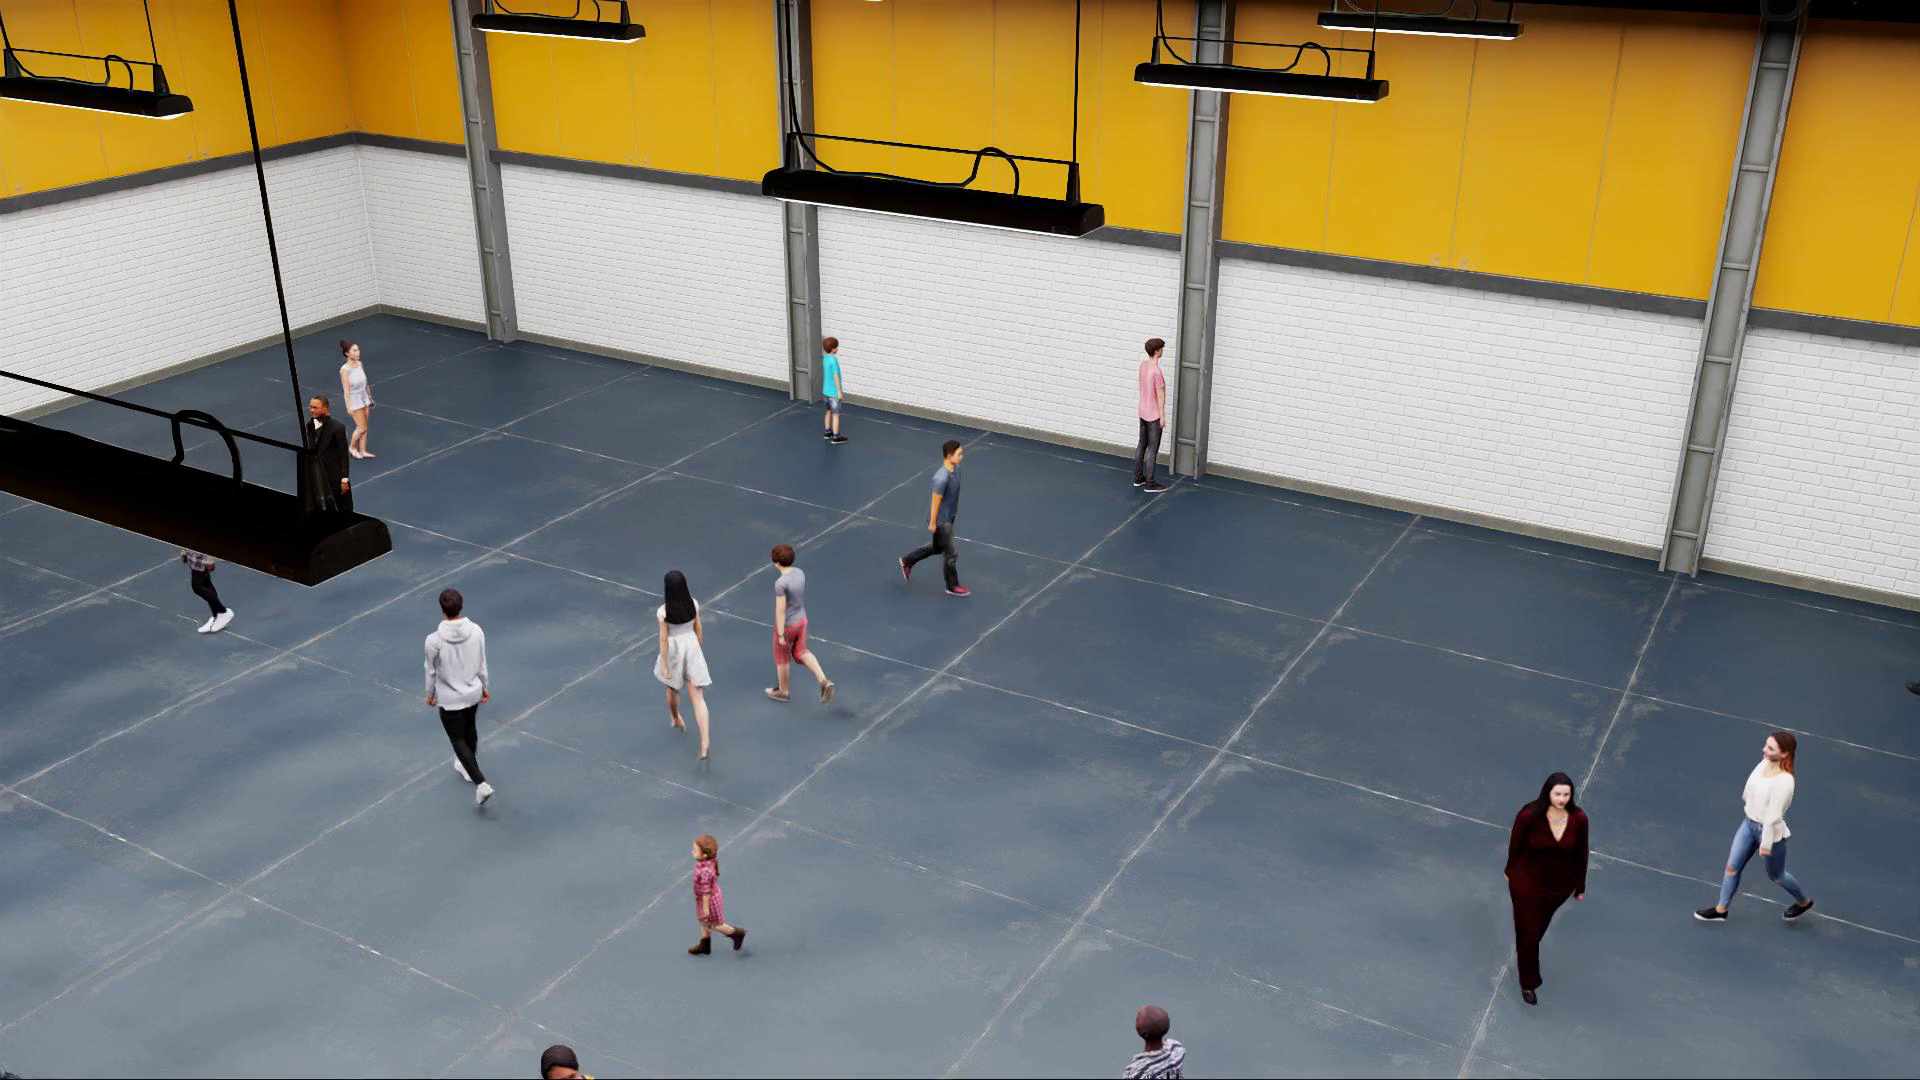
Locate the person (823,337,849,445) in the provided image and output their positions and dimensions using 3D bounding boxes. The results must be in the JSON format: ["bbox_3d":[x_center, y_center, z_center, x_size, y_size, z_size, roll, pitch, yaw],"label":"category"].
[{"bbox_3d":[-1.748,-2.033,22.439,0.672,1.446,0.584,-11,26,-24],"label":"person"}]

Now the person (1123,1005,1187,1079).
[{"bbox_3d":[1.153,3.447,9.491,0.830,1.775,1.083,-21,31,-39],"label":"person"}]

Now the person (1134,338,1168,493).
[{"bbox_3d":[2.374,-1.572,20.744,0.775,1.958,0.667,-11,26,-24],"label":"person"}]

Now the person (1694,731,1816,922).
[{"bbox_3d":[6.126,2.203,12.484,1.191,1.658,0.961,0,24,0],"label":"person"}]

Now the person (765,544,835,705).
[{"bbox_3d":[-1.509,0.830,15.662,1.011,1.628,0.643,16,28,32],"label":"person"}]

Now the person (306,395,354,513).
[{"bbox_3d":[-7.152,-0.745,18.919,0.580,1.905,0.768,10,25,21],"label":"person"}]

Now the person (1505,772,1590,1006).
[{"bbox_3d":[4.167,2.386,11.982,1.042,1.725,1.019,0,24,1],"label":"person"}]

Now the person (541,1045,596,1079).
[{"bbox_3d":[-2.259,3.533,9.440,0.969,1.658,1.161,-14,27,-29],"label":"person"}]

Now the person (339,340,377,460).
[{"bbox_3d":[-7.966,-1.829,21.778,0.647,1.601,0.640,4,24,10],"label":"person"}]

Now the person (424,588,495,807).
[{"bbox_3d":[-4.224,1.347,14.136,0.918,1.904,1.255,-19,30,-37],"label":"person"}]

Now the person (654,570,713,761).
[{"bbox_3d":[-2.425,1.147,14.813,1.039,1.727,1.269,-11,26,-24],"label":"person"}]

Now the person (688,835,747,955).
[{"bbox_3d":[-1.819,2.642,12.287,0.722,1.010,0.628,-2,24,-5],"label":"person"}]

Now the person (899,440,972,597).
[{"bbox_3d":[-0.296,-0.232,17.925,1.142,1.761,0.812,8,25,18],"label":"person"}]
